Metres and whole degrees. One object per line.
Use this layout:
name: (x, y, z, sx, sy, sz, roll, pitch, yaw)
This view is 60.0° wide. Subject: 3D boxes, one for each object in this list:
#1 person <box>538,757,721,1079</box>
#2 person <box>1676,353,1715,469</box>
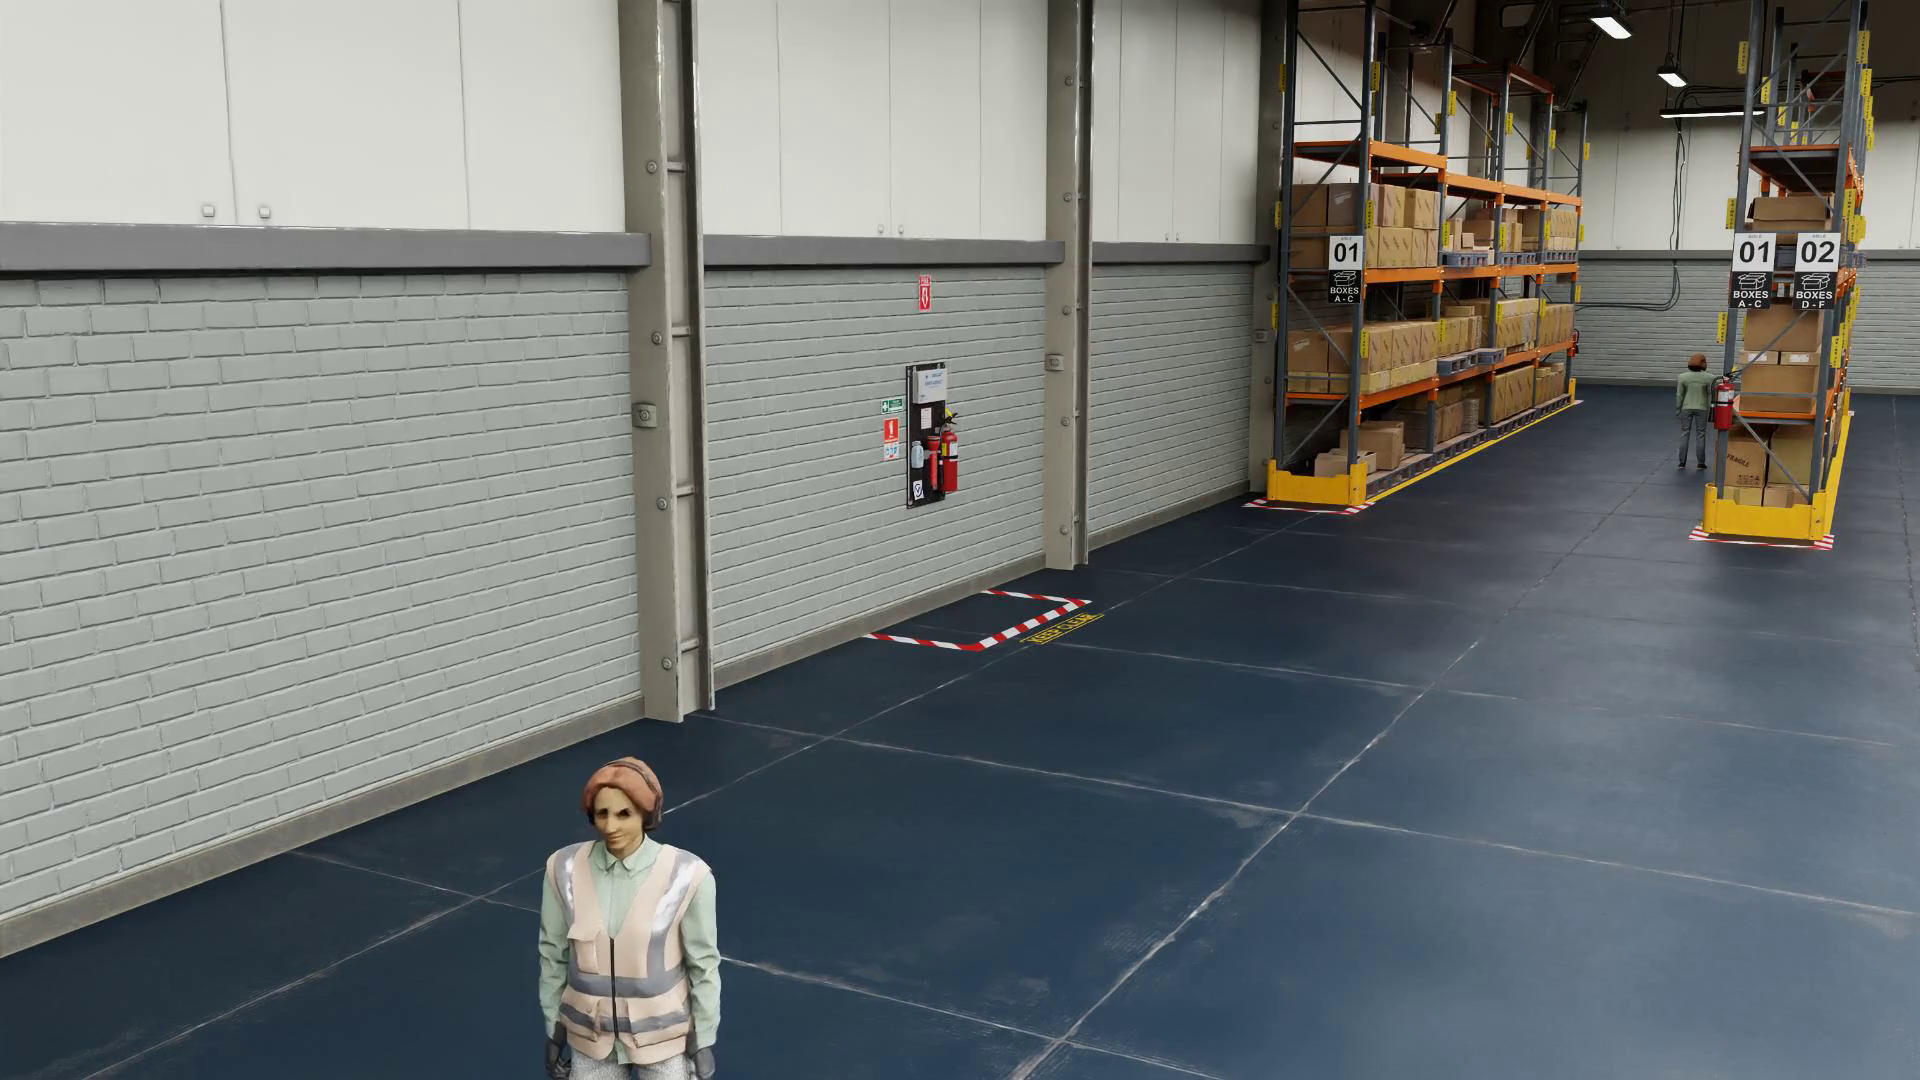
person: (-0.916, 1.399, 4.631, 0.519, 1.637, 0.307, 1, 10, 8)
person: (10.362, -1.815, 23.453, 0.497, 1.633, 0.279, 6, 11, 31)
